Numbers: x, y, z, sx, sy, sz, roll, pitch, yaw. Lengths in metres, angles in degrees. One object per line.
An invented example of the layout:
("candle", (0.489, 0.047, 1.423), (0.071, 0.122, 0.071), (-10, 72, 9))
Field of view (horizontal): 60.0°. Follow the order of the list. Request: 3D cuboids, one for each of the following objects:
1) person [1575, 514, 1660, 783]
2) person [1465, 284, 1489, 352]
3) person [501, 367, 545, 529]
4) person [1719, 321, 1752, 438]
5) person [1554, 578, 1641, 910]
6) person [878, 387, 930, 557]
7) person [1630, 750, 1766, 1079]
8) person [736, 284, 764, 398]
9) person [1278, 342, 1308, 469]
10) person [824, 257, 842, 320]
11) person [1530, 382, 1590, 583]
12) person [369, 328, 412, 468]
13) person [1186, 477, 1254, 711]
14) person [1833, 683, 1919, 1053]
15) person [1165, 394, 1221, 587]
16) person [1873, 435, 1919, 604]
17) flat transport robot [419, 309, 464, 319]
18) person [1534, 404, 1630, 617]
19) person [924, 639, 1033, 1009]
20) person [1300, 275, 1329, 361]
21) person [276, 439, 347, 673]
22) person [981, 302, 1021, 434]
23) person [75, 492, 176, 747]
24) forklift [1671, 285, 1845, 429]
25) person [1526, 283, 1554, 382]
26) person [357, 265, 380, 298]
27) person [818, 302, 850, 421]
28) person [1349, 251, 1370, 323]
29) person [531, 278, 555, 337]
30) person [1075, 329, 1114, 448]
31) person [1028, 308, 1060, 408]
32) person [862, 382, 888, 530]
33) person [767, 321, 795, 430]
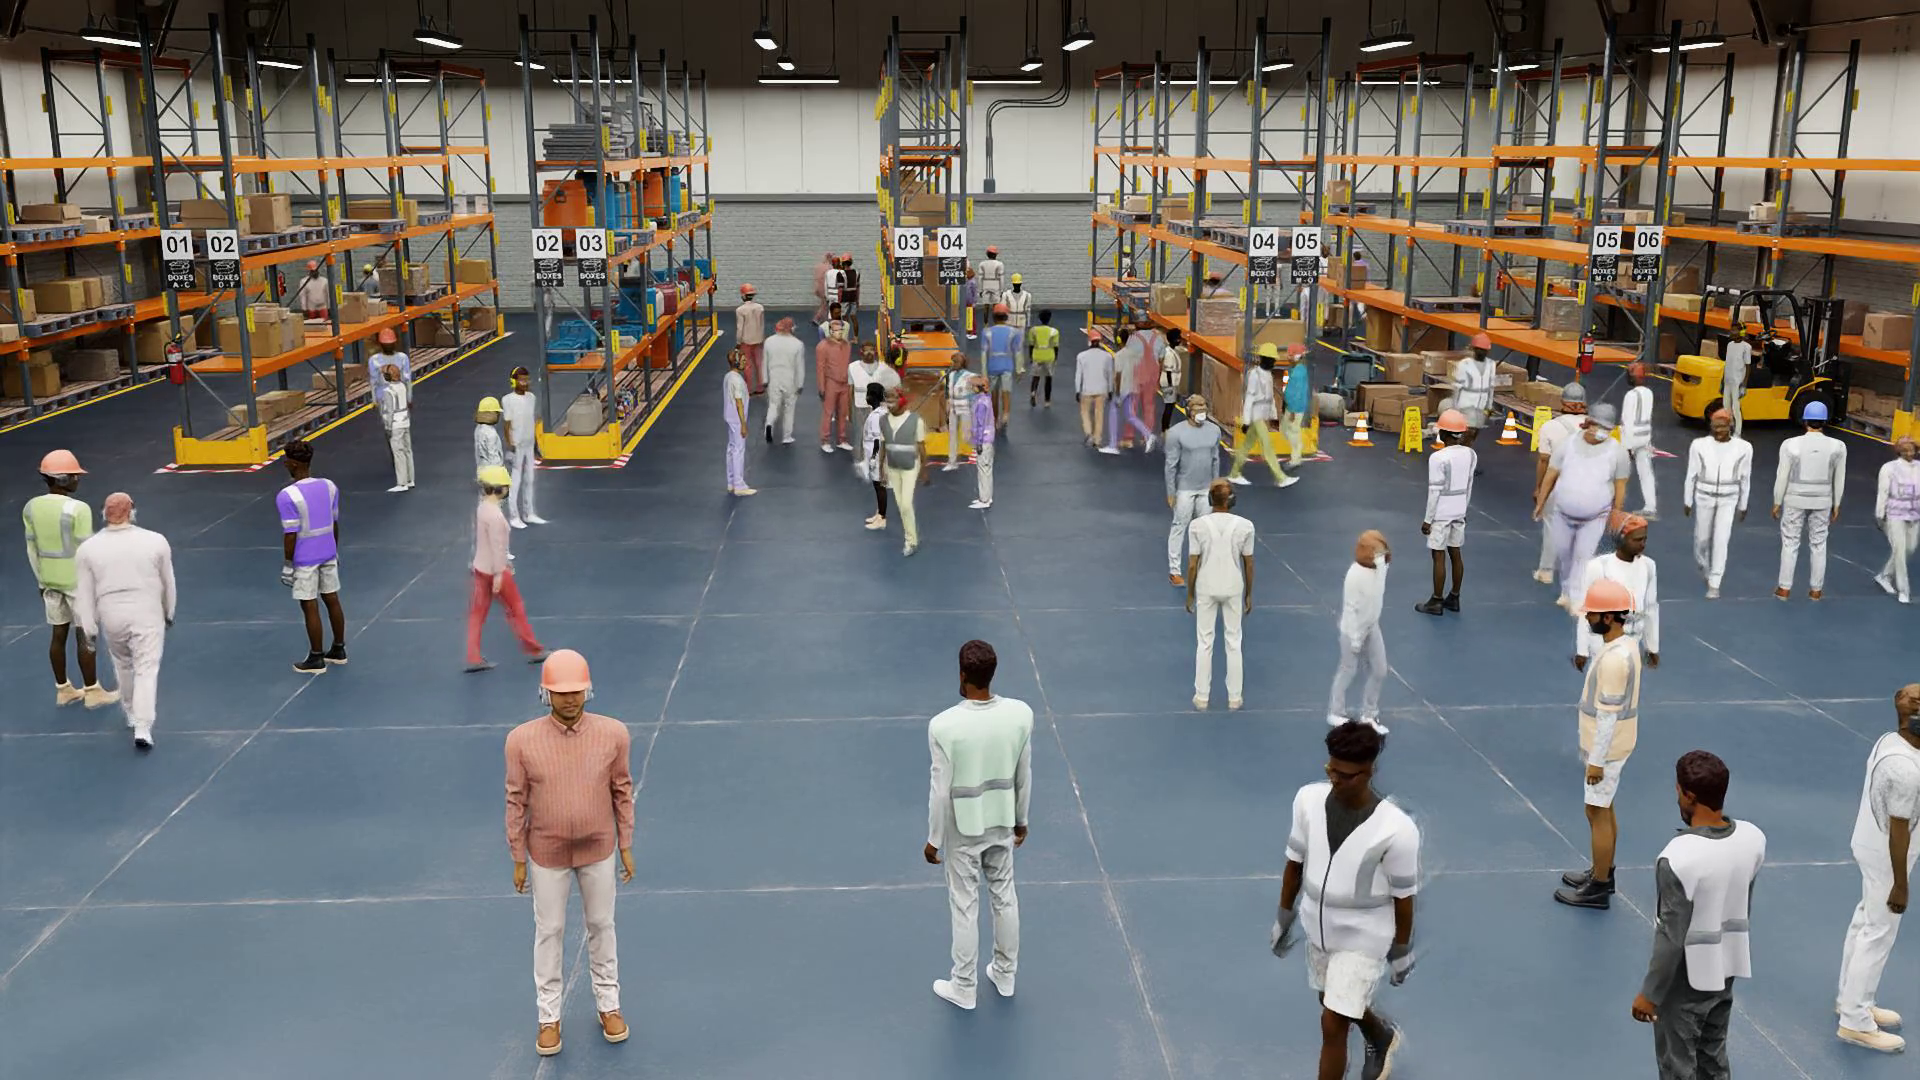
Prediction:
("person", (4.582, 0.747, 11.470), (0.601, 1.863, 0.626), (-6, 14, -23))
("person", (10.541, -4.452, 34.043), (0.500, 1.614, 0.689), (-2, 13, -10))
("person", (-5.045, -1.076, 19.196), (0.310, 1.868, 0.533), (7, 15, 28))
("person", (11.247, -2.256, 24.199), (0.312, 1.866, 0.538), (-3, 14, -12))
("person", (3.687, 1.166, 9.588), (0.386, 1.924, 0.548), (6, 15, 24))
("person", (-0.647, -0.727, 17.821), (0.599, 1.812, 0.623), (9, 16, 32))
("person", (3.053, 1.802, 6.911), (0.588, 1.913, 0.390), (-8, 16, -31))
("person", (-3.682, -3.478, 29.101), (0.377, 1.995, 0.608), (11, 17, 40))
("person", (4.522, -1.813, 22.582), (0.373, 1.736, 0.592), (1, 13, 5))
("person", (-2.827, -5.503, 37.917), (0.585, 1.882, 0.340), (10, 16, 35))
("person", (6.086, -0.577, 16.711), (0.706, 2.000, 0.535), (-1, 13, -3))
("person", (-7.789, -1.951, 22.793), (0.551, 1.922, 0.518), (-6, 15, -24))
("person", (2.007, 0.426, 12.890), (0.506, 1.842, 0.344), (1, 13, 6))
("person", (4.518, 1.569, 8.070), (0.347, 1.838, 0.502), (5, 14, 20))
("person", (2.326, -0.501, 16.608), (0.635, 1.937, 0.354), (-6, 15, -25))
("person", (9.155, -0.221, 16.141), (0.575, 1.606, 0.568), (-2, 13, -7))
("flat transport robot", (-13.587, -5.839, 42.795), (1.431, 0.197, 0.652), (3, 14, 11))
("person", (5.828, -0.317, 15.612), (0.775, 2.000, 0.623), (7, 15, 27))
("person", (0.100, 1.439, 8.434), (0.596, 1.918, 0.381), (-8, 15, -30))
("person", (7.291, -4.623, 34.340), (0.601, 1.811, 0.614), (-3, 14, -13))
("person", (-5.409, 0.135, 13.856), (0.369, 1.965, 0.608), (6, 14, 23))
("person", (0.622, -2.631, 25.486), (0.620, 2.014, 0.931), (0, 13, -1))
("person", (-6.105, 0.581, 12.234), (0.636, 1.859, 0.989), (-3, 14, -14))
("forklift", (12.503, -2.886, 26.166), (2.313, 2.155, 1.214), (-1, 13, -3))
("person", (10.866, -3.877, 31.109), (0.534, 1.856, 0.365), (-13, 18, -43))
("person", (-13.321, -5.341, 37.549), (0.542, 1.729, 0.838), (-4, 14, -18))
("person", (-2.011, -2.861, 26.684), (0.584, 1.911, 0.392), (-12, 18, -40))
("person", (9.859, -6.264, 41.307), (0.665, 1.816, 0.738), (0, 13, 0))
("person", (-9.536, -5.446, 38.022), (0.513, 1.715, 0.566), (-2, 13, -10))
("person", (1.955, -2.204, 24.244), (0.594, 1.734, 0.386), (-2, 13, -7))
("person", (1.388, -3.024, 27.844), (0.537, 1.687, 0.499), (4, 14, 15))
("person", (-0.960, -0.967, 19.103), (0.318, 1.697, 0.535), (0, 13, 0))
("person", (-2.805, -2.610, 26.097), (0.593, 1.696, 0.861), (-4, 14, -15))
